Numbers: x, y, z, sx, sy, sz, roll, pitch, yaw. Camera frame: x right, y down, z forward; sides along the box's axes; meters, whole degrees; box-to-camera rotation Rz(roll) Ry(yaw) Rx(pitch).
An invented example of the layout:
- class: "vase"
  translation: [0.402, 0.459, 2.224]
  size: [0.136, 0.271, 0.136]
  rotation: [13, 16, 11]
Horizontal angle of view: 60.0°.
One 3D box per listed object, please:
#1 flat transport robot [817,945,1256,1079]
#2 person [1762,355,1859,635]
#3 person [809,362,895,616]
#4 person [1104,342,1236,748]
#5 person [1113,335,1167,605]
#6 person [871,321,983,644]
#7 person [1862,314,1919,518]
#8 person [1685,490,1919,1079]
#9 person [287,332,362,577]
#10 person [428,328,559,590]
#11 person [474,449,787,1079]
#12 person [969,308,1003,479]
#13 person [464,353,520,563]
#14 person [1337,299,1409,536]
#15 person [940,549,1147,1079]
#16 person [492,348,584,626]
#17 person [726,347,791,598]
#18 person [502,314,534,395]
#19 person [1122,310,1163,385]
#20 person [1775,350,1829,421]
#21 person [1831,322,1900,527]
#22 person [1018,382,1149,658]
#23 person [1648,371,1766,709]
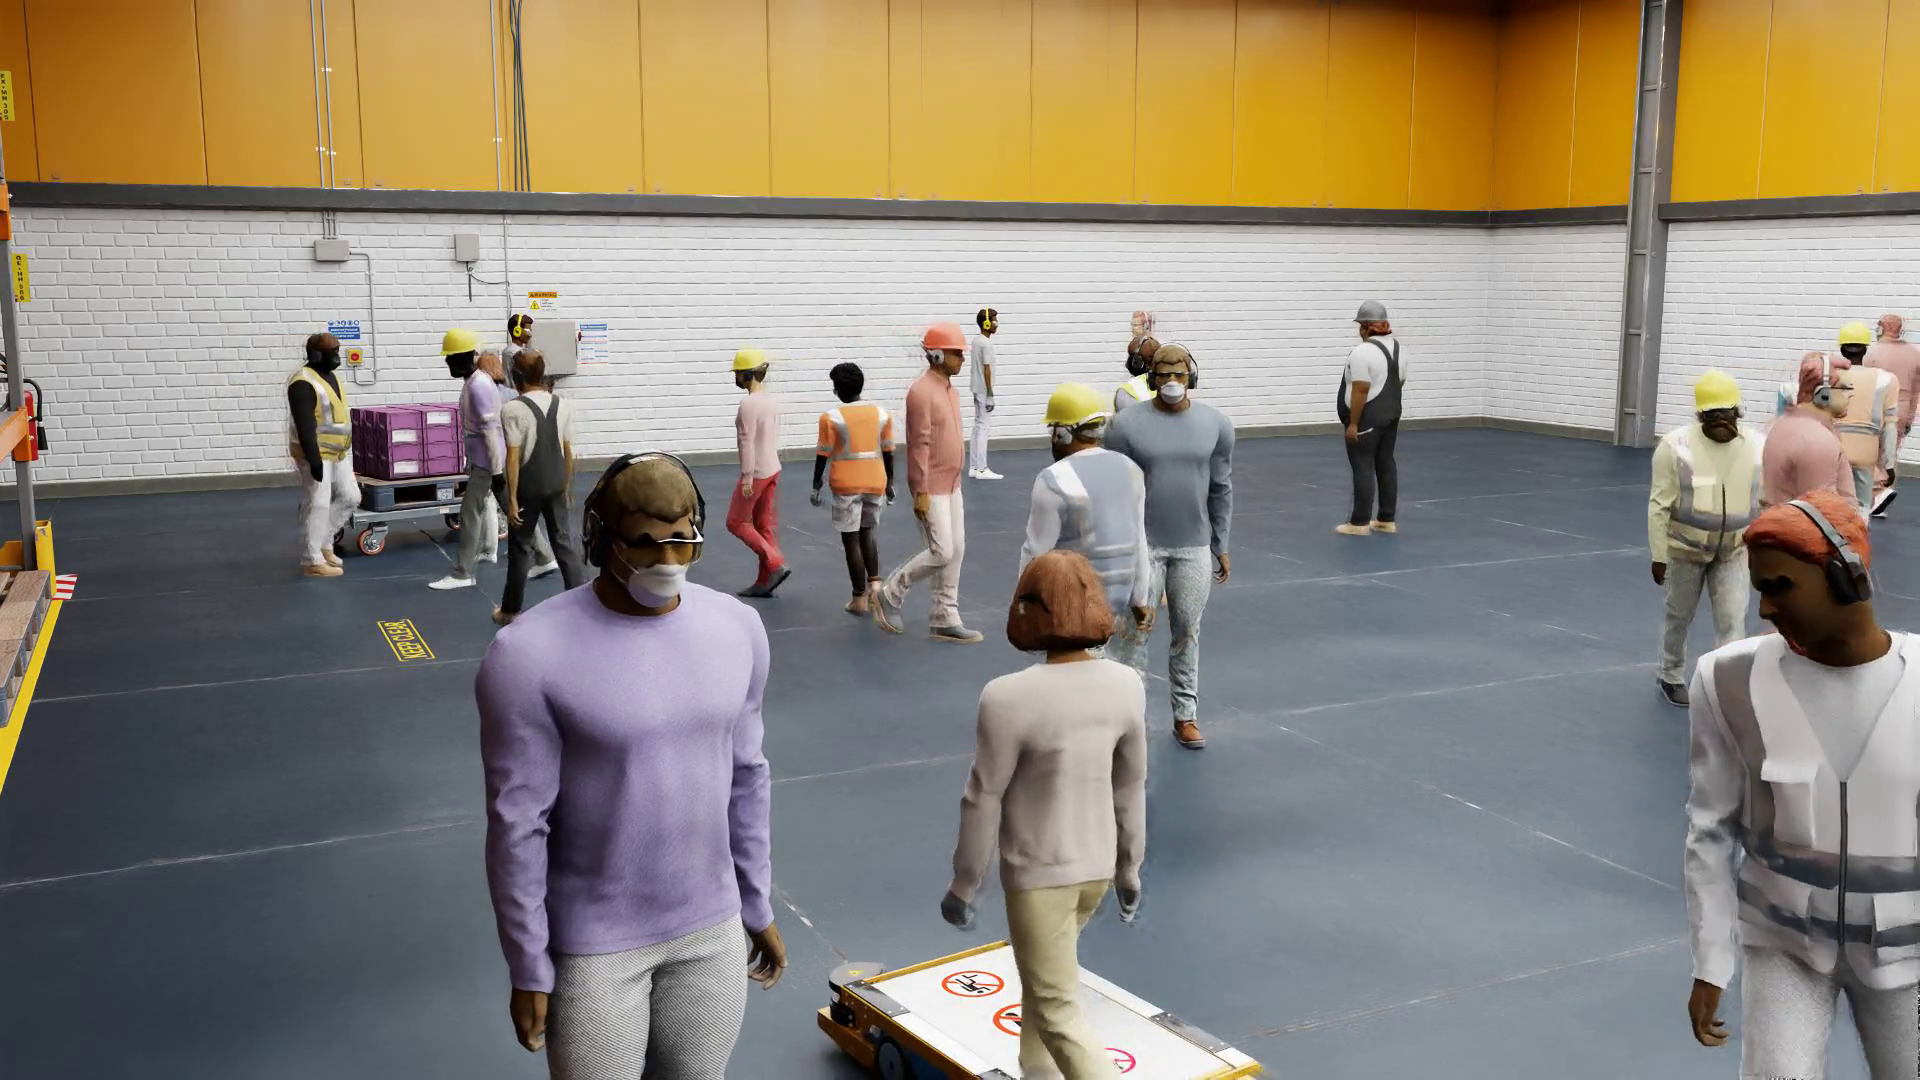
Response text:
- class: "flat transport robot"
  translation: [0.252, 1.413, 4.493]
  size: [0.652, 0.197, 1.431]
  rotation: [-6, 11, -34]
- class: "person"
  translation: [3.871, 0.084, 7.739]
  size: [0.560, 1.887, 0.650]
  rotation: [3, 10, 16]
- class: "person"
  translation: [-0.690, -0.340, 11.030]
  size: [0.550, 1.667, 0.465]
  rotation: [-6, 11, -34]
- class: "person"
  translation: [0.985, 0.034, 7.891]
  size: [0.630, 1.938, 0.366]
  rotation: [0, 9, -3]
- class: "person"
  translation: [1.219, -0.444, 11.151]
  size: [0.429, 1.846, 0.625]
  rotation: [8, 12, 41]
- class: "person"
  translation: [-0.181, -0.338, 10.079]
  size: [0.571, 1.973, 0.631]
  rotation: [4, 10, 22]
- class: "person"
  translation: [8.437, -1.117, 15.191]
  size: [0.661, 1.885, 0.487]
  rotation: [-2, 9, -10]
- class: "person"
  translation: [1.733, 0.820, 3.271]
  size: [0.615, 1.854, 0.484]
  rotation: [5, 11, 30]
- class: "person"
  translation: [-4.731, -0.627, 12.359]
  size: [0.448, 1.822, 0.683]
  rotation: [0, 9, 3]
- class: "person"
  translation: [-3.369, -0.593, 12.012]
  size: [0.914, 1.875, 0.616]
  rotation: [-3, 10, -17]
- class: "person"
  translation: [-0.619, 0.779, 3.285]
  size: [0.627, 1.934, 0.371]
  rotation: [-8, 12, -41]
- class: "person"
  translation: [0.272, -1.602, 18.255]
  size: [0.325, 1.871, 0.516]
  rotation: [-2, 9, -15]
- class: "person"
  translation: [-3.644, -0.636, 12.993]
  size: [0.286, 1.633, 0.499]
  rotation: [8, 12, 40]
- class: "person"
  translation: [3.523, -1.065, 14.390]
  size: [0.689, 2.000, 0.536]
  rotation: [-8, 12, -40]
- class: "person"
  translation: [0.271, 0.824, 4.037]
  size: [0.505, 1.602, 0.811]
  rotation: [-8, 12, -40]
- class: "person"
  translation: [-2.624, -0.297, 10.395]
  size: [0.955, 1.802, 0.532]
  rotation: [8, 12, 42]
- class: "person"
  translation: [-1.416, -0.454, 11.475]
  size: [0.382, 1.747, 0.537]
  rotation: [2, 9, 13]
- class: "person"
  translation: [-4.232, -1.239, 16.023]
  size: [0.327, 1.865, 0.520]
  rotation: [-5, 10, -27]
- class: "person"
  translation: [1.982, -1.460, 17.380]
  size: [0.859, 1.876, 0.643]
  rotation: [-3, 10, -16]
- class: "person"
  translation: [6.956, -0.747, 13.704]
  size: [0.524, 1.619, 0.588]
  rotation: [8, 12, 39]
- class: "person"
  translation: [6.336, -0.598, 11.887]
  size: [0.622, 1.908, 0.534]
  rotation: [4, 10, 26]
- class: "person"
  translation: [0.455, 0.229, 7.133]
  size: [0.605, 1.792, 0.835]
  rotation: [-8, 12, -42]
- class: "person"
  translation: [3.765, 0.038, 8.347]
  size: [0.617, 1.774, 0.929]
  rotation: [1, 9, 9]
